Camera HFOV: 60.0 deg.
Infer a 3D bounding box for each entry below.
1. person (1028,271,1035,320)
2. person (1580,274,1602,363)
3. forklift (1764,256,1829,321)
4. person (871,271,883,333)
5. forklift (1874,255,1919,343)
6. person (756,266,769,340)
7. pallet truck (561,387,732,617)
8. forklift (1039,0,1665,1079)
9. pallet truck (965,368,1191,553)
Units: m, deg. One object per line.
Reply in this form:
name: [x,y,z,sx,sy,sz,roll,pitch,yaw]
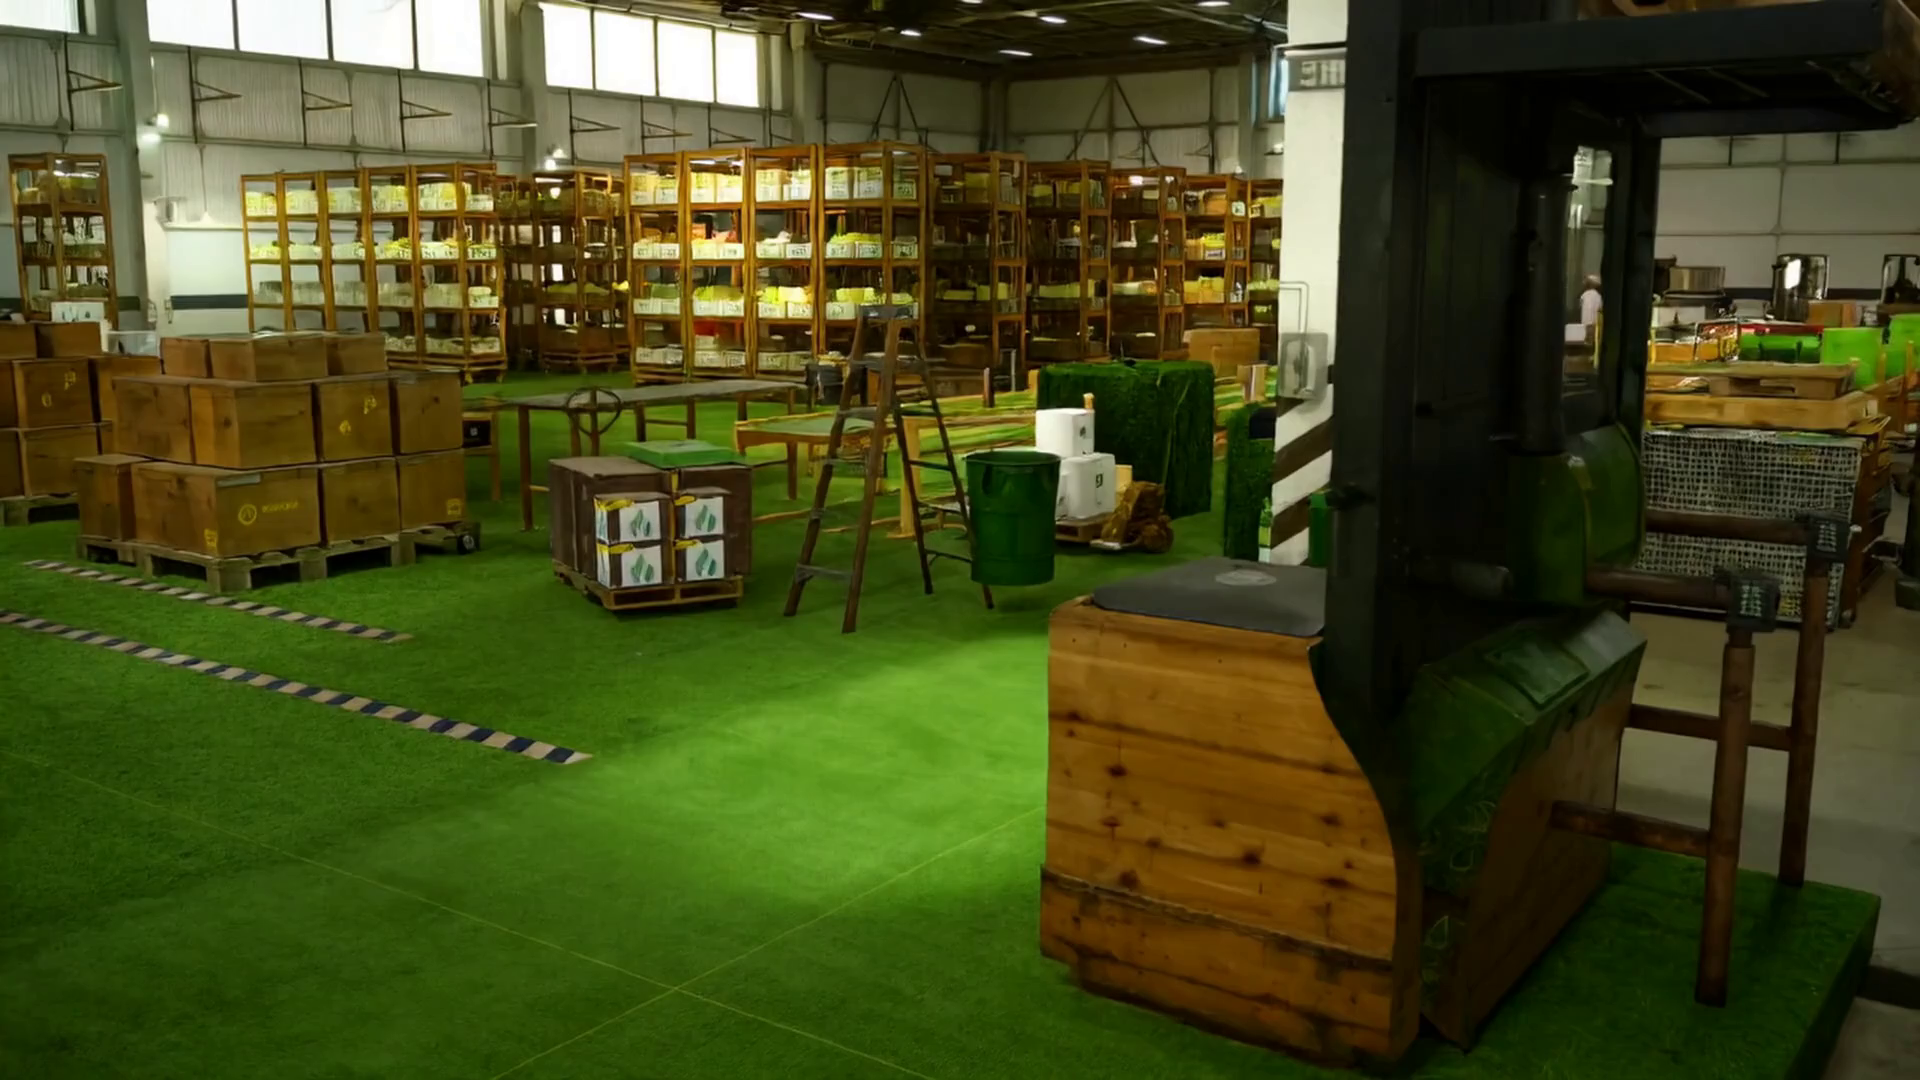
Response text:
person: [1.864,-5.654,40.410,0.570,1.797,0.932,7,12,35]
person: [12.589,-4.400,33.078,0.481,1.747,0.554,-4,10,-23]
forklift: [20.253,-5.854,40.139,1.157,1.987,2.680,7,12,35]
person: [-1.700,-4.519,33.594,0.404,1.825,0.591,1,10,9]
forklift: [22.089,-5.634,38.796,1.157,1.987,2.680,6,11,33]
person: [-3.501,-3.927,29.570,0.384,1.993,0.609,2,10,14]
pallet truck: [-1.981,-0.274,10.088,0.680,1.201,1.601,-5,11,-28]
forklift: [1.249,-0.137,4.360,1.873,2.768,1.129,7,12,35]
pallet truck: [0.845,-0.609,11.869,1.630,1.274,0.653,7,12,35]
